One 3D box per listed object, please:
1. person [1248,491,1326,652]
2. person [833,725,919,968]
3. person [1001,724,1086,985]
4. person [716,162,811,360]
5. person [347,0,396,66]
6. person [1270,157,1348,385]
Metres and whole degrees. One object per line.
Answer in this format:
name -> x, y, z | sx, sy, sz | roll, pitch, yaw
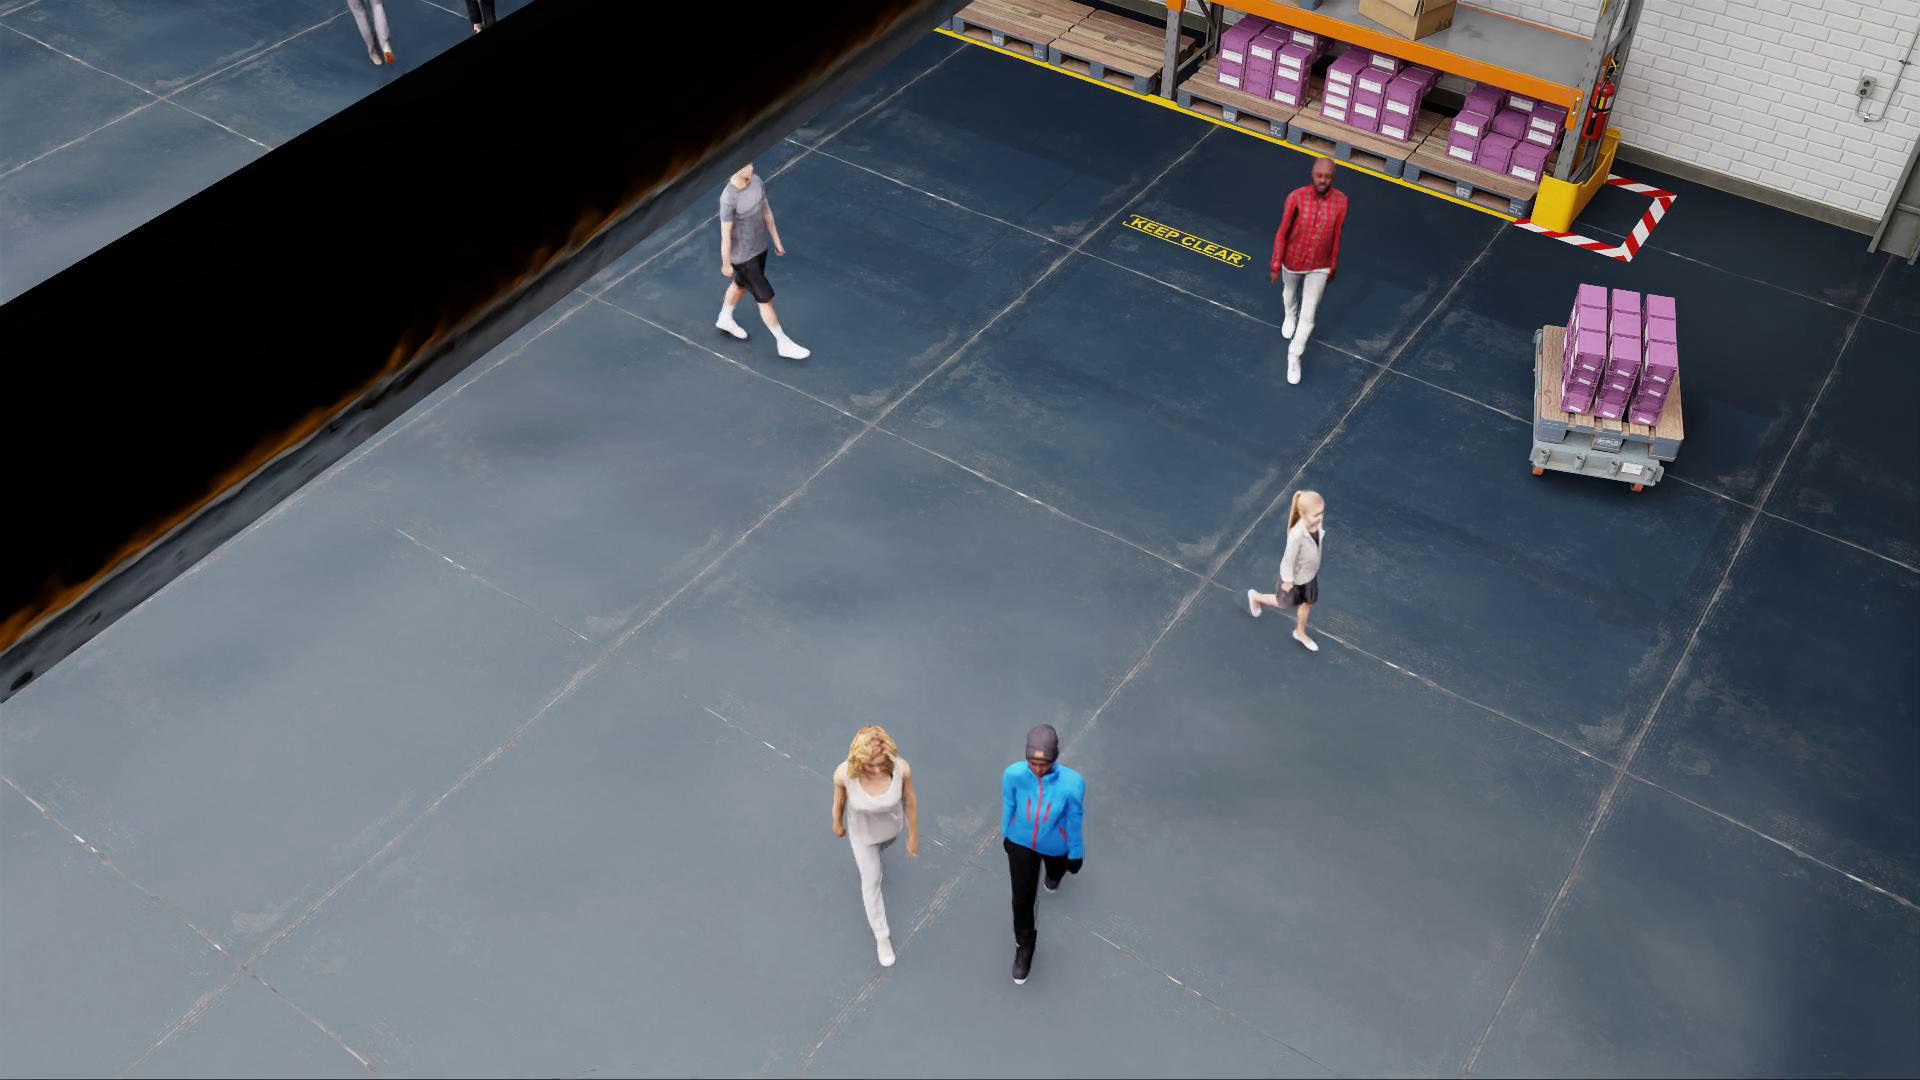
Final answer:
person -> 2.202, 0.169, 11.032 | 0.647, 1.261, 0.859 | -30, 51, -28
person -> -0.475, 1.524, 9.346 | 1.057, 1.625, 1.155 | -9, 44, -9
person -> 0.474, 1.591, 9.176 | 1.156, 1.763, 1.003 | 7, 44, 7
person -> -1.760, -2.316, 13.230 | 1.192, 1.829, 0.774 | 20, 47, 20
person -> -6.013, -5.631, 16.639 | 0.883, 1.926, 0.983 | -19, 47, -19
person -> 2.737, -2.256, 13.194 | 1.208, 1.791, 1.043 | 8, 44, 8
